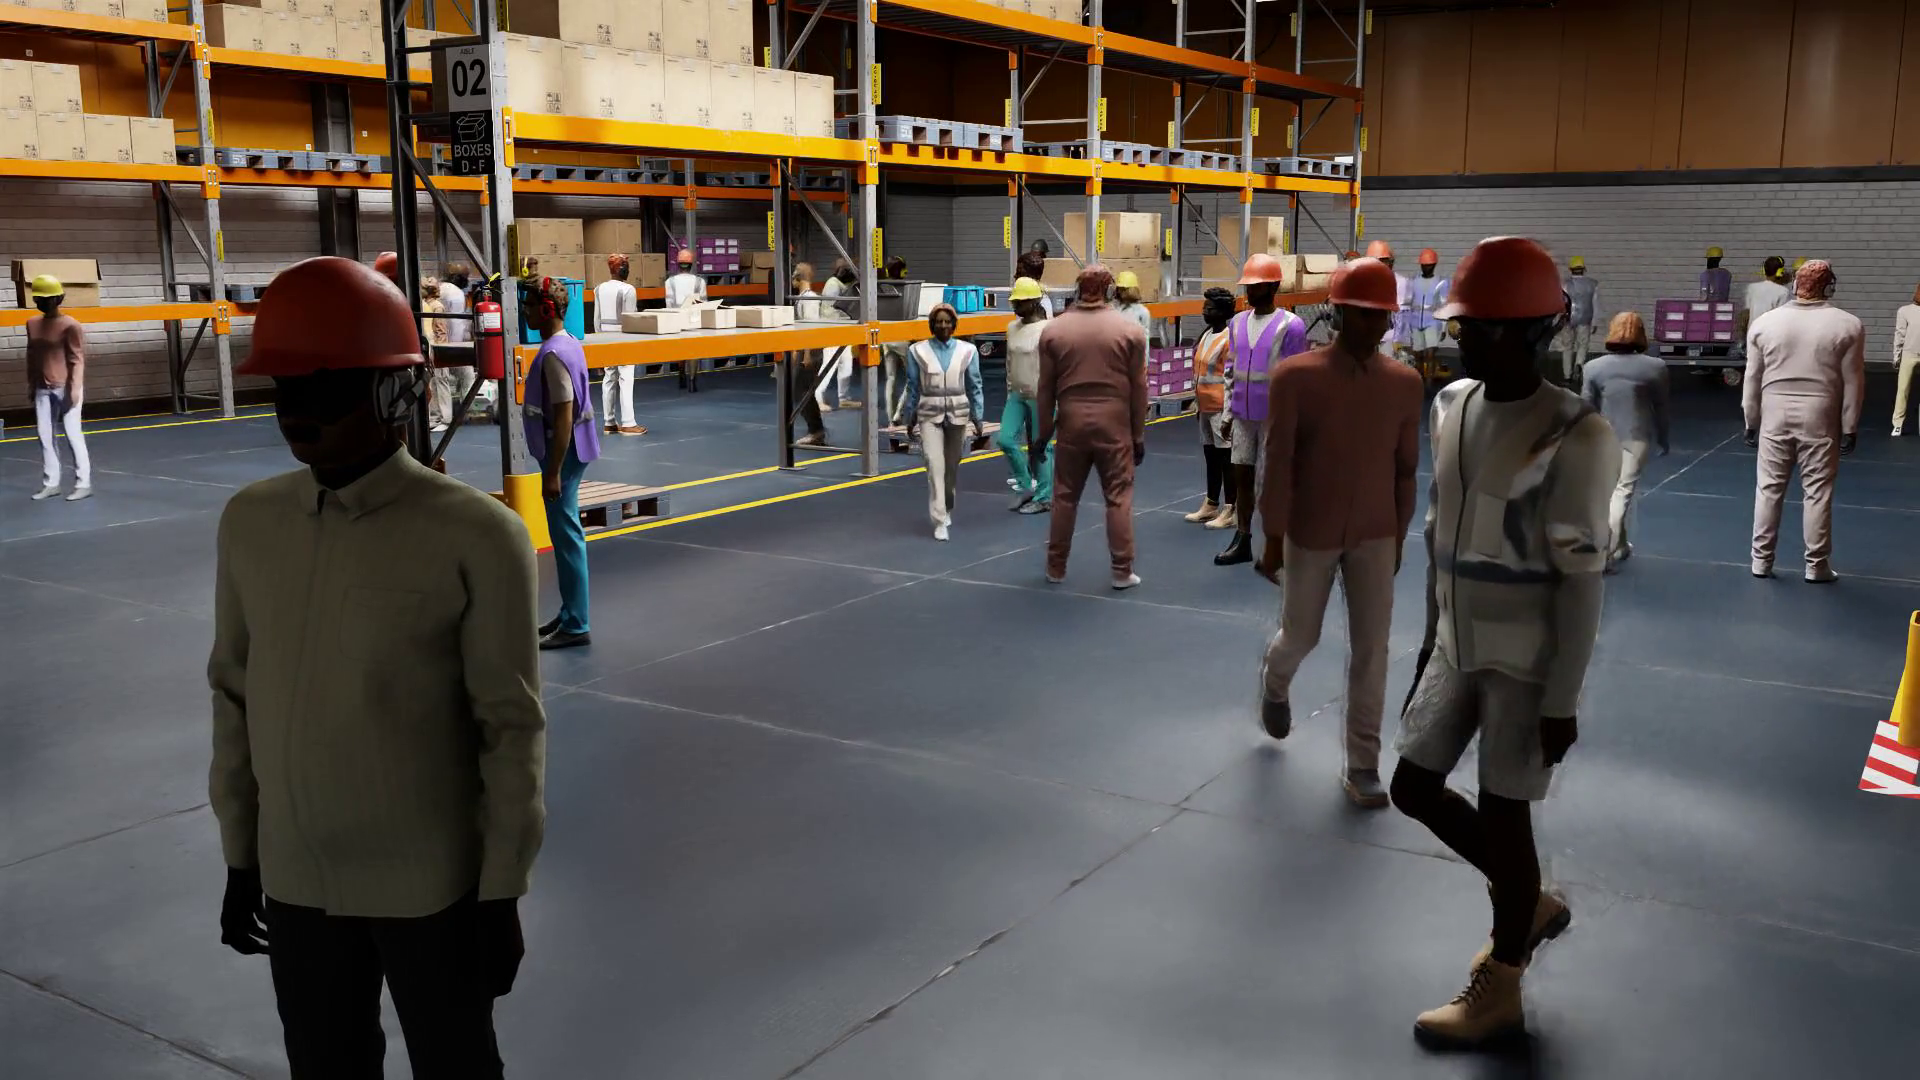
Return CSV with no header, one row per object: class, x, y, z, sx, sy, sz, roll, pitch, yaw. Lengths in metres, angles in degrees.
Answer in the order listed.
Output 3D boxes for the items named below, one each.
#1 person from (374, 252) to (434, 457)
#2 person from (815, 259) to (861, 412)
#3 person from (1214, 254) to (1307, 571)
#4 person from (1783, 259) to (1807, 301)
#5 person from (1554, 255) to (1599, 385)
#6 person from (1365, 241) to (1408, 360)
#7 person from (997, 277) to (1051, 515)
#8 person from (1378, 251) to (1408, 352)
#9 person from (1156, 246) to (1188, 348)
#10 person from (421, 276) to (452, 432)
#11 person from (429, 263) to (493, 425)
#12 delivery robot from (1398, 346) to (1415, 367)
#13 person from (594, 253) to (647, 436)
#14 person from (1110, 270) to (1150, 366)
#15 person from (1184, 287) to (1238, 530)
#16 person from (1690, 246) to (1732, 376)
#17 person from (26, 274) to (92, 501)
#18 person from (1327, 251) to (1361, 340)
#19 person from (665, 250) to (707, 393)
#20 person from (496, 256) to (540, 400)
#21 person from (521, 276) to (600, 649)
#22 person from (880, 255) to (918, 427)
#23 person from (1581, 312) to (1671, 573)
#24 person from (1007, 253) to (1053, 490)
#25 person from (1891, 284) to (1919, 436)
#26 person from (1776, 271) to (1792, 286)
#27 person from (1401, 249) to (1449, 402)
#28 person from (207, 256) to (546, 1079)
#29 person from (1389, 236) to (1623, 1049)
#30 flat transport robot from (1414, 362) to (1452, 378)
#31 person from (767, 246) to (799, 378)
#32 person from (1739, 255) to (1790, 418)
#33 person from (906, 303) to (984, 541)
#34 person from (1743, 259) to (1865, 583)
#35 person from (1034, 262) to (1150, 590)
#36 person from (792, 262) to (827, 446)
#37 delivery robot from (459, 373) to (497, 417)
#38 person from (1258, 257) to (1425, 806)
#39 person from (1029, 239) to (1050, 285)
person,-4.264,-1.219,12.679,0.550,1.933,0.375,5,11,26
person,-1.477,-2.434,19.832,0.525,1.799,0.787,1,10,7
person,1.836,-0.778,10.226,0.551,1.936,0.356,10,14,43
person,10.889,-2.739,21.563,0.587,1.771,0.969,9,13,40
person,8.551,-3.042,23.103,0.587,1.813,0.705,4,11,23
person,4.410,-2.159,17.679,0.633,1.998,0.966,8,13,38
person,0.491,-1.050,12.229,0.417,1.748,0.556,-9,13,-40
person,5.096,-2.540,20.116,0.654,1.891,0.562,-1,10,-5
person,3.578,-4.035,28.324,0.668,1.910,0.544,-1,10,-5
person,-5.567,-1.960,17.598,0.315,1.641,0.515,-8,13,-37
person,-5.490,-2.099,18.027,0.987,1.777,0.696,-9,14,-42
delivery robot,6.093,-2.455,23.094,0.477,0.478,0.707,5,11,23
person,-3.536,-2.022,17.267,0.584,1.882,0.337,7,12,33
person,1.639,-1.773,16.298,0.497,1.729,0.555,7,12,33
person,1.806,-0.924,11.697,0.320,1.698,0.531,-3,11,-17
person,11.257,-3.425,24.926,0.585,1.927,0.366,-5,12,-27
person,-7.039,-1.180,12.956,0.543,1.761,0.334,3,11,17
person,4.888,-2.677,20.896,0.574,1.885,0.355,7,12,34
person,-3.663,-2.939,22.361,0.560,1.882,0.969,-1,10,-4
person,-4.863,-2.241,18.597,0.829,1.844,0.538,1,10,6
person,-1.992,-0.385,8.302,0.385,1.845,0.569,-2,10,-12
person,-0.640,-2.023,17.364,0.548,1.850,0.385,5,11,25
person,4.079,-0.605,10.256,0.495,1.587,0.878,8,13,38
person,0.598,-1.362,13.520,0.393,1.920,0.591,-1,10,-4
person,9.878,-1.863,17.113,0.499,1.629,0.271,5,12,27
person,12.013,-3.133,24.255,0.887,1.581,0.536,-2,11,-13
person,5.814,-2.687,20.920,0.571,1.901,0.886,6,12,29
person,-0.977,0.539,2.772,0.611,1.995,0.375,3,11,16
person,1.333,0.274,4.136,0.505,2.028,0.652,-4,11,-21
flat transport robot,6.474,-2.540,24.608,0.652,0.197,1.431,-8,13,-39
person,-2.562,-3.383,24.512,0.628,1.992,0.396,-6,12,-32
person,8.968,-2.226,18.488,0.389,1.852,0.548,-7,12,-32
person,-0.111,-0.840,11.513,0.527,1.603,0.838,-2,10,-9
person,5.004,-0.701,9.888,0.644,1.907,0.399,8,13,38
person,0.783,-0.667,9.724,0.657,1.905,0.401,3,11,15
person,-1.514,-1.805,16.300,0.392,1.803,0.626,-1,10,-5
delivery robot,-5.320,-1.606,18.389,0.477,0.478,0.707,-2,10,-10
person,1.385,-0.063,6.187,0.625,1.966,0.816,-1,10,-5
person,1.187,-3.433,24.654,0.673,2.000,0.536,9,13,39
